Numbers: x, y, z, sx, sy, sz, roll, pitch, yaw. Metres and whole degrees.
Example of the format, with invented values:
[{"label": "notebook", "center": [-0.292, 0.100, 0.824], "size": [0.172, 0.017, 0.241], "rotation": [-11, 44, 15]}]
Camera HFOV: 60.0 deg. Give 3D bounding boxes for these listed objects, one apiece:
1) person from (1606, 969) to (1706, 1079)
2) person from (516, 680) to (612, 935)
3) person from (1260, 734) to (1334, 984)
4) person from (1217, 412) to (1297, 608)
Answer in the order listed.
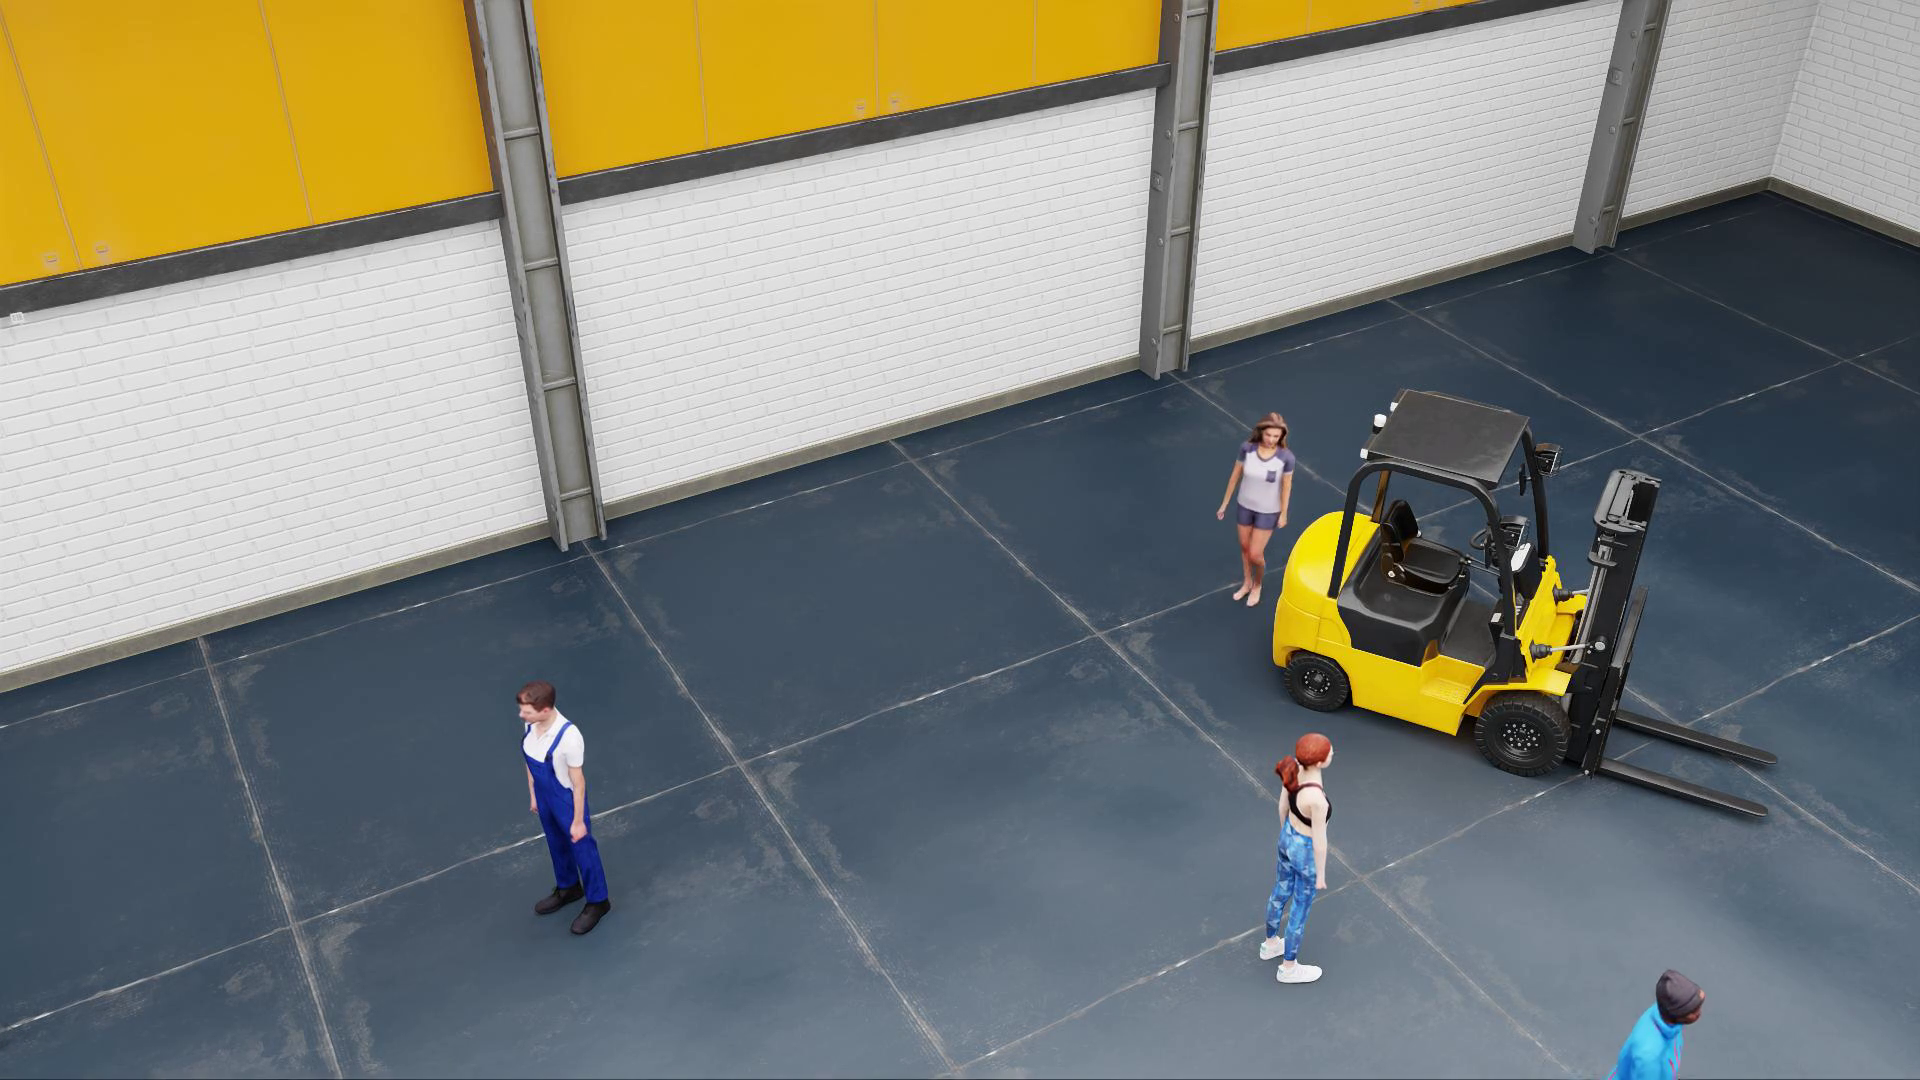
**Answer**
[{"label": "person", "center": [3.190, 2.744, 8.156], "size": [0.947, 1.765, 1.160], "rotation": [25, 41, 32]}, {"label": "person", "center": [-2.366, 1.540, 9.891], "size": [0.708, 1.849, 0.697], "rotation": [24, 40, 31]}, {"label": "person", "center": [1.952, 1.812, 9.540], "size": [0.628, 1.785, 0.602], "rotation": [-12, 35, -18]}, {"label": "person", "center": [2.328, -0.273, 12.742], "size": [0.734, 1.713, 0.725], "rotation": [25, 41, 32]}]
